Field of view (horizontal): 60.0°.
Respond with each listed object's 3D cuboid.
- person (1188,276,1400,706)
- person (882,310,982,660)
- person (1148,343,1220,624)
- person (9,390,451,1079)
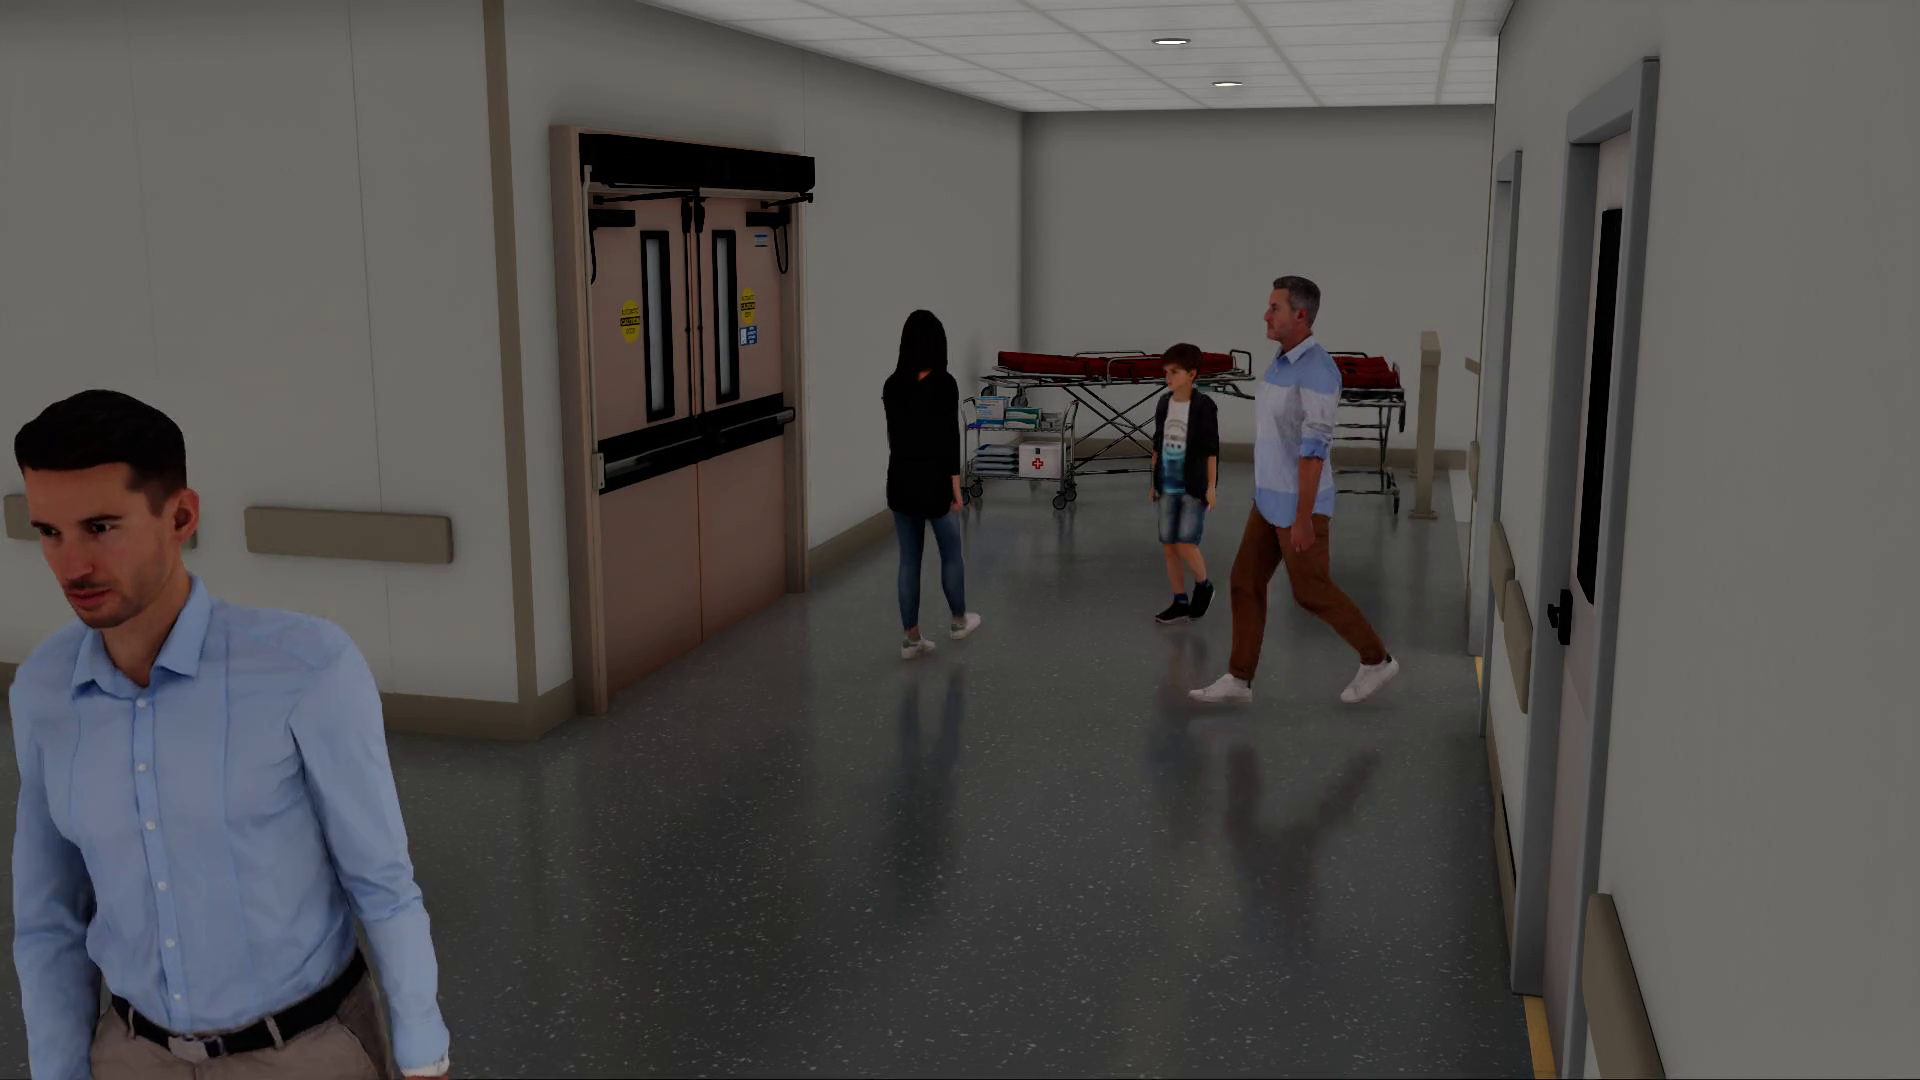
[{"bbox_3d":[1.461,-0.163,6.910,1.079,1.798,1.181,-2,11,-12],"label":"person"},{"bbox_3d":[-0.211,-0.240,7.795,0.657,1.618,0.913,5,12,24],"label":"person"},{"bbox_3d":[1.187,-0.280,8.499,0.702,1.435,0.656,-10,15,-43],"label":"person"},{"bbox_3d":[-0.951,0.697,2.296,0.793,1.827,0.902,0,11,2],"label":"person"}]
